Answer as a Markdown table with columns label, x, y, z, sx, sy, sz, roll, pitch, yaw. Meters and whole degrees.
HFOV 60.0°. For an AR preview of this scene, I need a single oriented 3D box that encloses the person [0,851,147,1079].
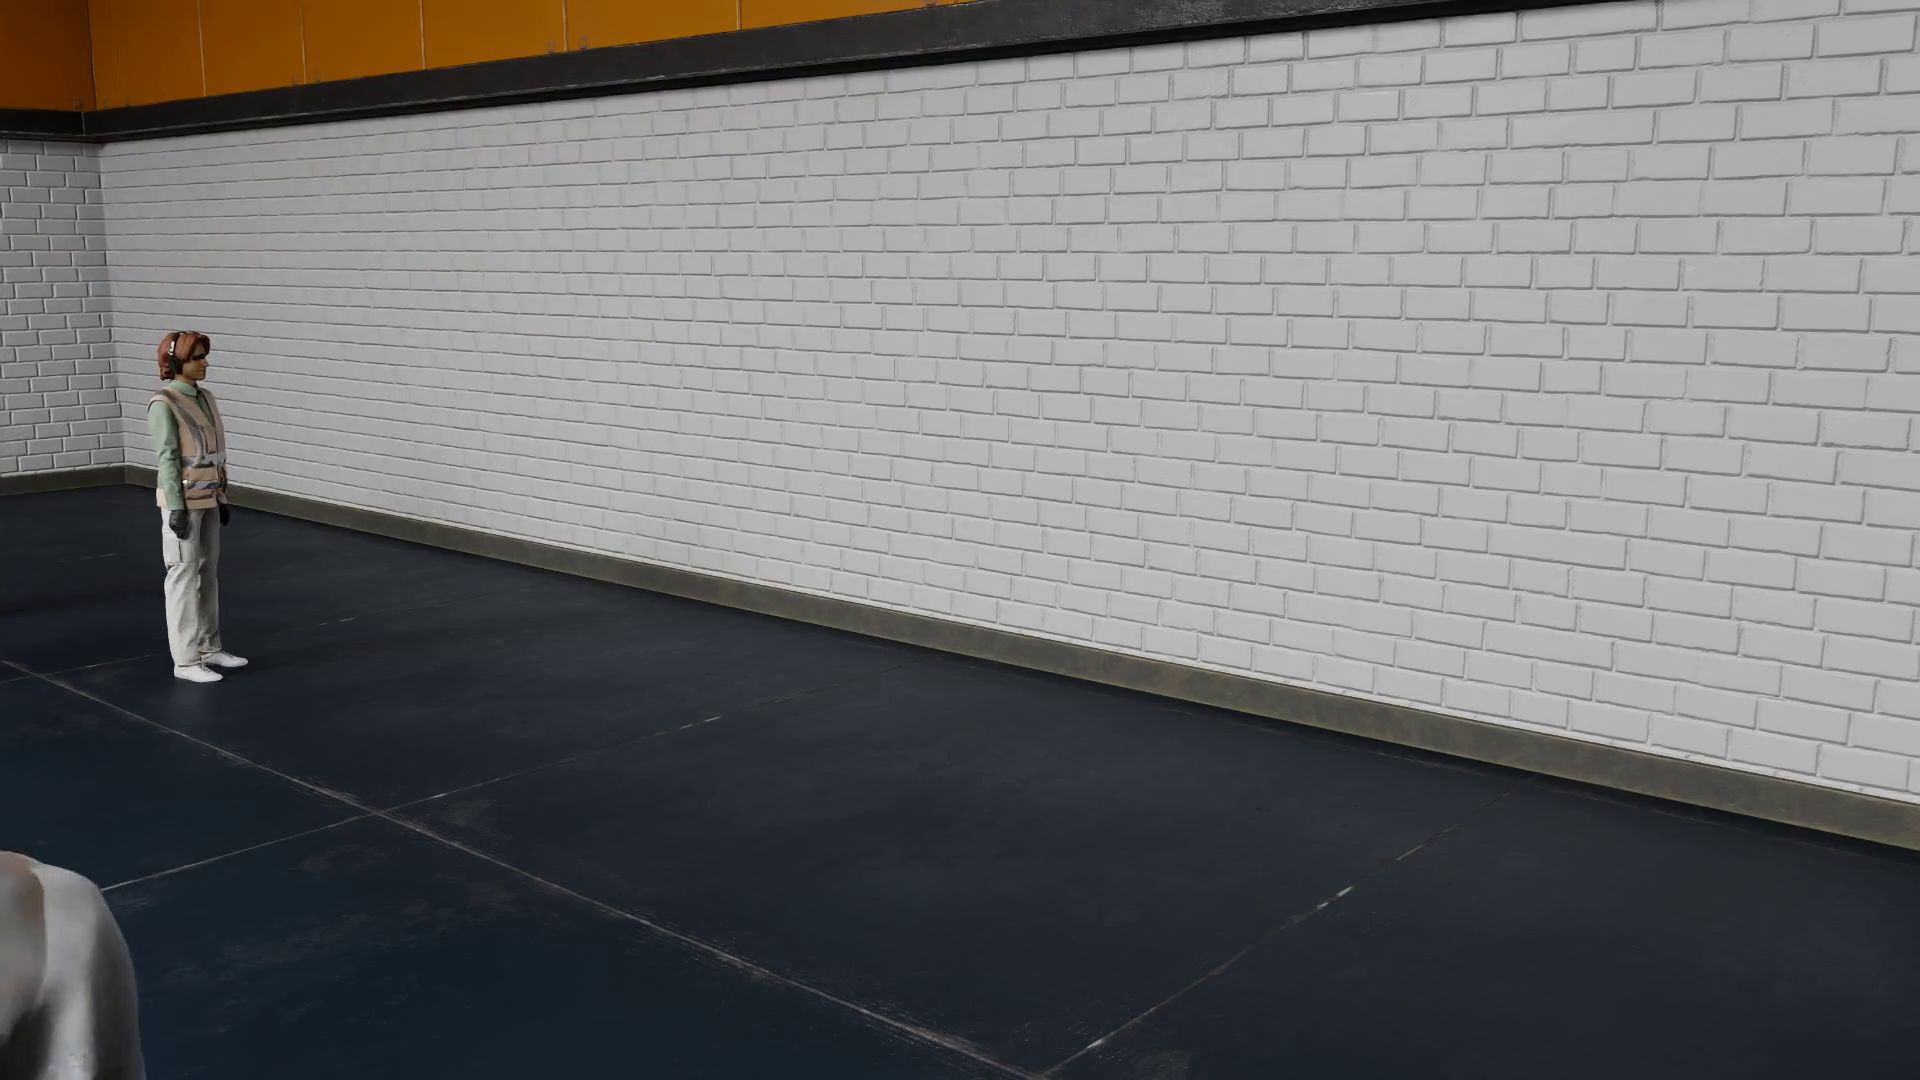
| label | x | y | z | sx | sy | sz | roll | pitch | yaw |
| --- | --- | --- | --- | --- | --- | --- | --- | --- | --- |
| person | -0.939 | 0.866 | 1.332 | 0.648 | 1.889 | 0.894 | -7 | 12 | -35 |

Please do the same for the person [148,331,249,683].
| label | x | y | z | sx | sy | sz | roll | pitch | yaw |
| --- | --- | --- | --- | --- | --- | --- | --- | --- | --- |
| person | -3.605 | -0.158 | 7.823 | 0.309 | 1.641 | 0.515 | 0 | 10 | -1 |
